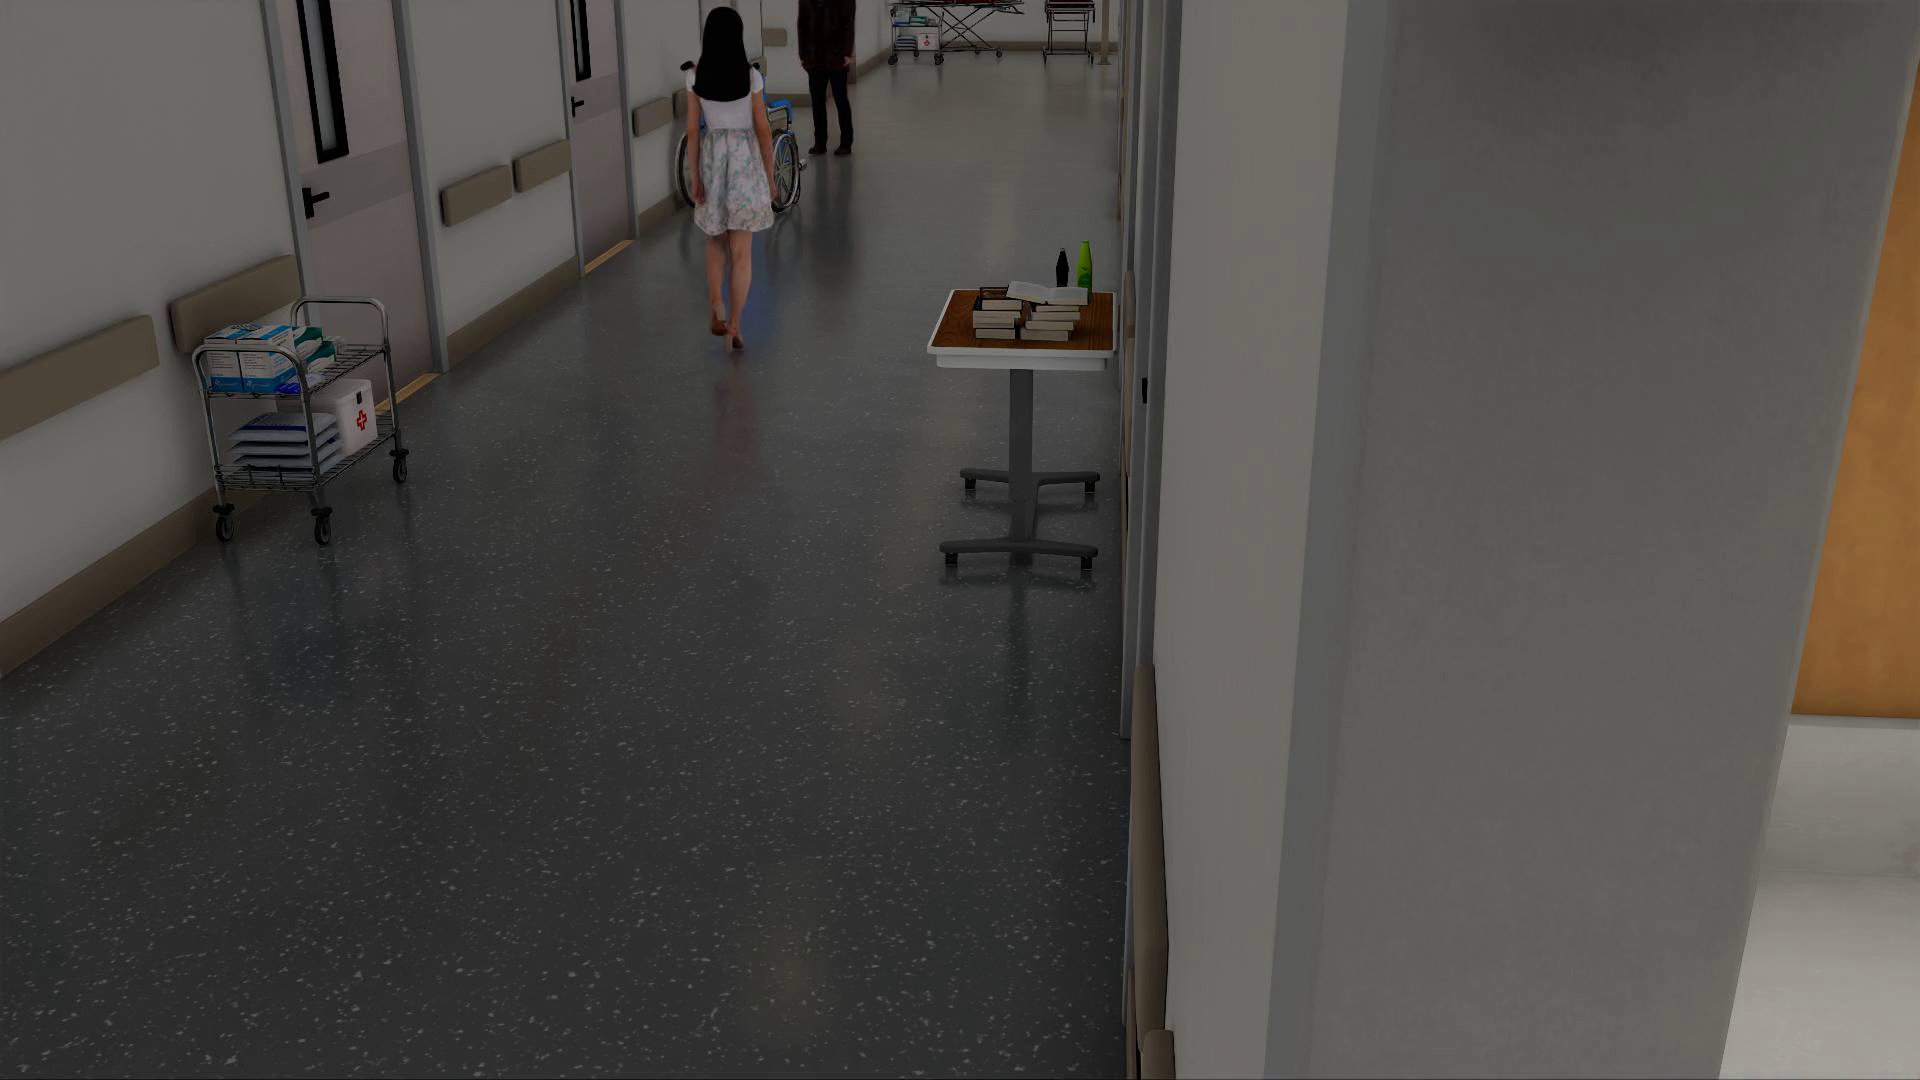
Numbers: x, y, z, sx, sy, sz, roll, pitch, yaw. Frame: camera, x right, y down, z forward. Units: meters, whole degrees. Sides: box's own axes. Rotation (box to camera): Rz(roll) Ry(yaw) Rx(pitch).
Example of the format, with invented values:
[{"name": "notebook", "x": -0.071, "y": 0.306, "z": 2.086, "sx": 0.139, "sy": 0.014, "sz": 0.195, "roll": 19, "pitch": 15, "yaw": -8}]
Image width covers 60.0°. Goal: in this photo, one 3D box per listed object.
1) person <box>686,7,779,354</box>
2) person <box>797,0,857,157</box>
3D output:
[{"name": "person", "x": -1.192, "y": -1.814, "z": 8.585, "sx": 0.625, "sy": 1.763, "sz": 0.754, "roll": 2, "pitch": 21, "yaw": 6}, {"name": "person", "x": -1.263, "y": -4.629, "z": 15.909, "sx": 0.818, "sy": 1.839, "sz": 0.769, "roll": 7, "pitch": 22, "yaw": 18}]
